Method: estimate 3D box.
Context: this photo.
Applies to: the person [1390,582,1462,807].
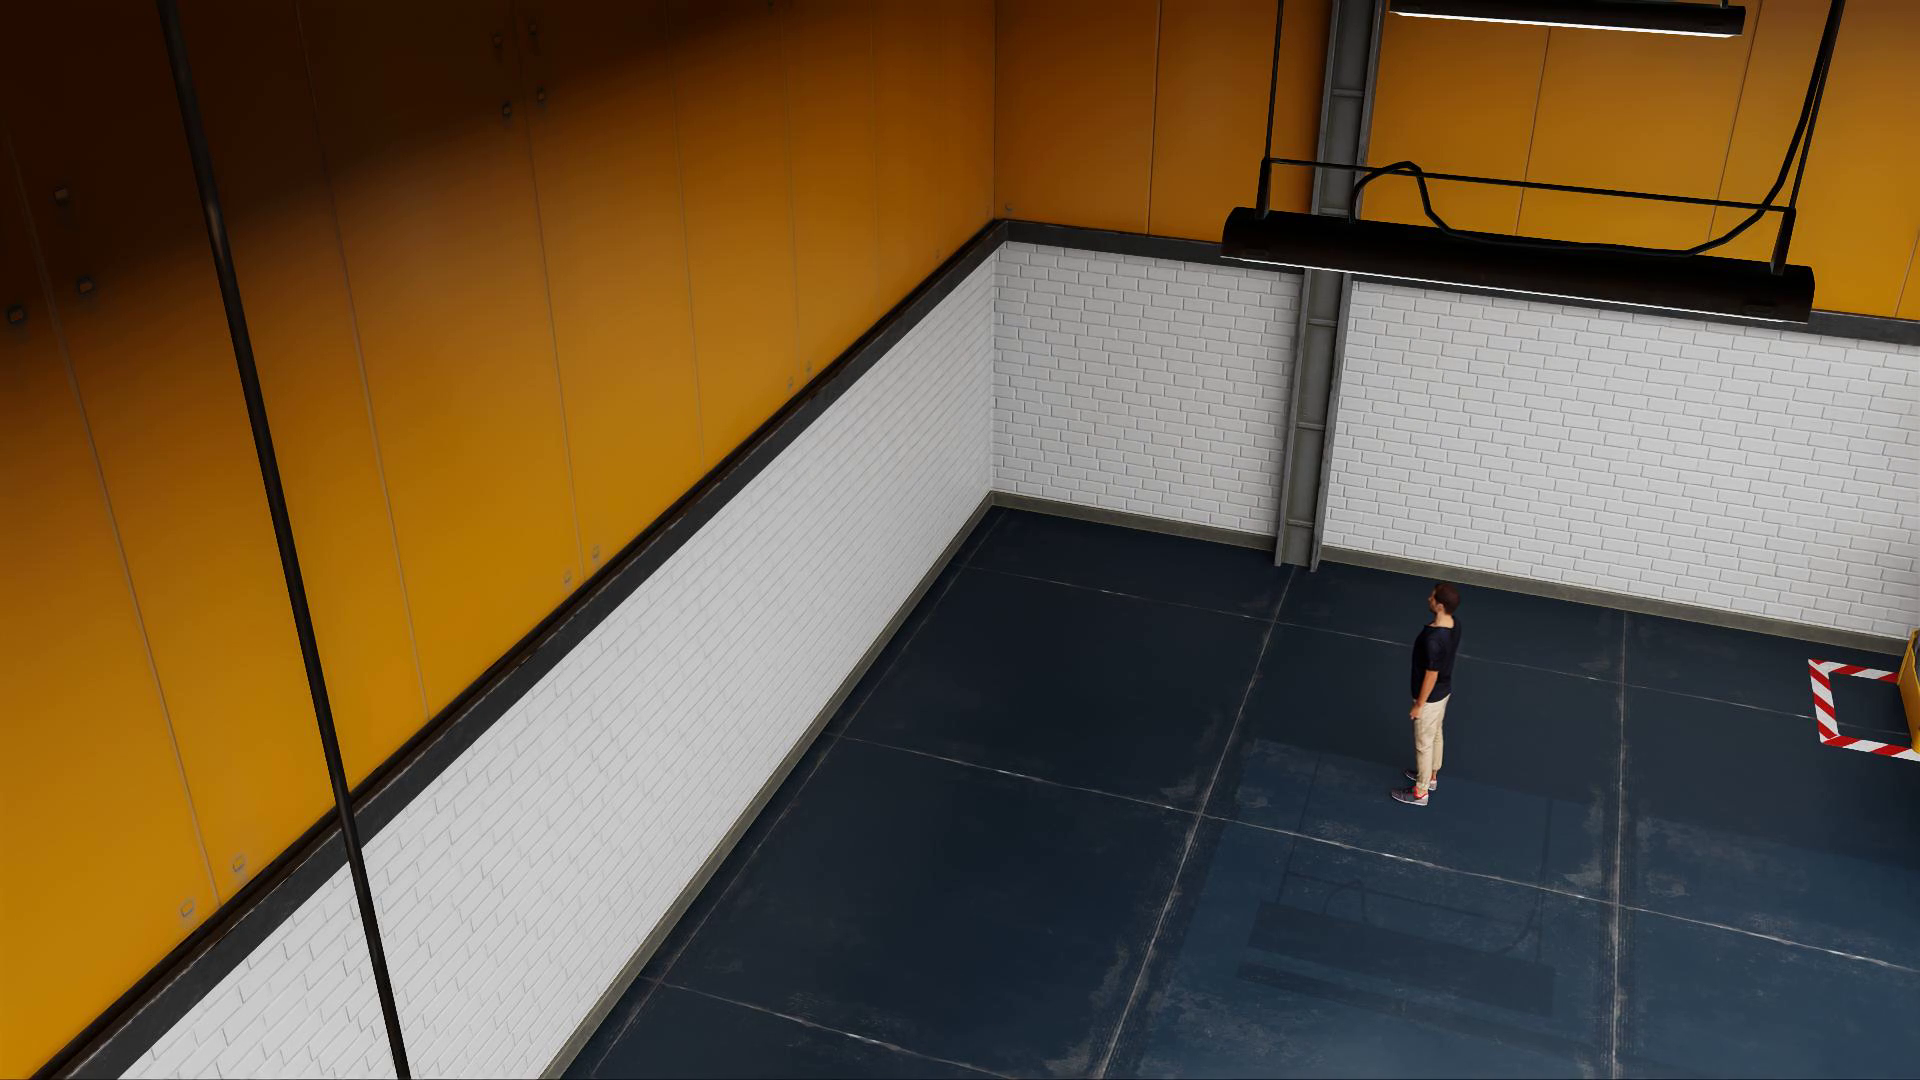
[{"bbox_3d":[3.536,1.147,12.462,0.613,1.857,0.697,18,33,29],"label":"person"}]
